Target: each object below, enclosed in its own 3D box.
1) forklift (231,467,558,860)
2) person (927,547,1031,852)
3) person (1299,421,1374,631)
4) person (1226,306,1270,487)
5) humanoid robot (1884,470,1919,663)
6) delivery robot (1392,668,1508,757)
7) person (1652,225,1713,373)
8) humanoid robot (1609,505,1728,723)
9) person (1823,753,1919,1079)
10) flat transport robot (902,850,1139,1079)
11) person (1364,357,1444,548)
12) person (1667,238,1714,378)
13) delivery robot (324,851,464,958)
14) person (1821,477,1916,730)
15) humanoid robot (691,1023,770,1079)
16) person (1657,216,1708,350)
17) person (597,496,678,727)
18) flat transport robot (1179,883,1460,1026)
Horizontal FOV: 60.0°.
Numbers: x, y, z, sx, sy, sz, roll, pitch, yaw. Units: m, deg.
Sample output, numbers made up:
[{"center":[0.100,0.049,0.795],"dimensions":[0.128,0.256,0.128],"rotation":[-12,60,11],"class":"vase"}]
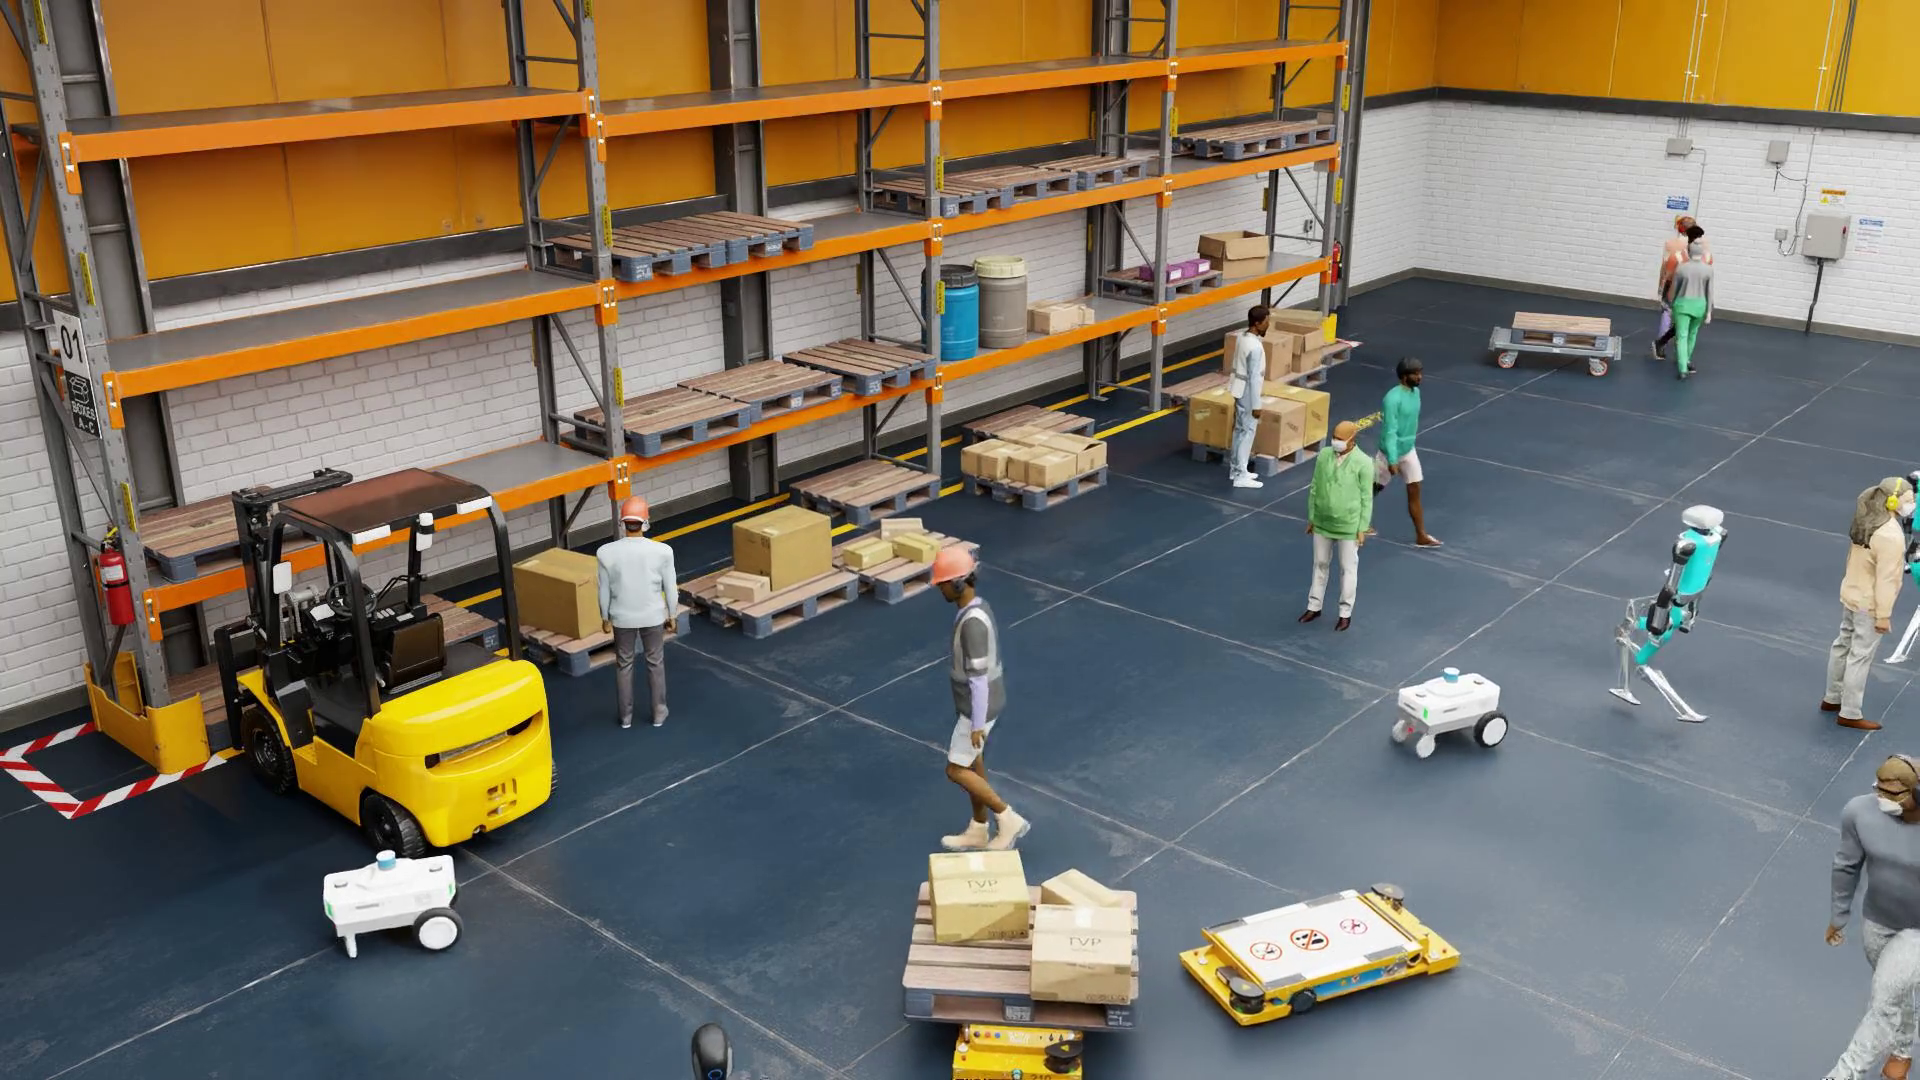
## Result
[{"center":[-3.730,0.710,10.856],"dimensions":[2.313,2.155,1.214],"rotation":[17,26,38],"class":"forklift"},{"center":[0.082,1.020,10.295],"dimensions":[0.571,1.999,0.671],"rotation":[1,20,3],"class":"person"},{"center":[3.118,-0.132,13.726],"dimensions":[0.537,1.782,0.387],"rotation":[14,24,33],"class":"person"},{"center":[2.980,-1.485,17.216],"dimensions":[0.410,1.909,0.595],"rotation":[-2,20,-5],"class":"person"},{"center":[7.876,0.145,13.129],"dimensions":[1.023,1.773,0.550],"rotation":[-8,22,-20],"class":"humanoid robot"},{"center":[3.509,1.206,11.889],"dimensions":[0.786,0.608,0.499],"rotation":[-9,22,-23],"class":"delivery robot"},{"center":[9.513,-3.215,21.900],"dimensions":[0.617,1.917,0.901],"rotation":[-4,21,-11],"class":"person"},{"center":[5.032,0.511,12.024],"dimensions":[0.545,1.711,1.001],"rotation":[-15,25,-34],"class":"humanoid robot"},{"center":[4.510,1.898,8.083],"dimensions":[0.985,1.874,0.644],"rotation":[-11,23,-27],"class":"person"},{"center":[0.344,2.417,9.002],"dimensions":[0.659,0.231,1.431],"rotation":[2,20,5],"class":"flat transport robot"},{"center":[4.134,-0.829,15.584],"dimensions":[0.517,1.793,1.003],"rotation":[-16,26,-37],"class":"person"},{"center":[9.450,-3.018,21.519],"dimensions":[0.521,1.810,0.893],"rotation":[4,21,10],"class":"person"},{"center":[-3.233,2.064,9.555],"dimensions":[0.773,0.601,0.513],"rotation":[-7,21,-18],"class":"delivery robot"},{"center":[6.561,0.442,12.038],"dimensions":[0.400,1.876,0.554],"rotation":[2,20,5],"class":"person"},{"center":[-0.933,2.599,6.526],"dimensions":[0.589,1.633,0.749],"rotation":[-8,22,-21],"class":"humanoid robot"},{"center":[9.858,-3.492,22.756],"dimensions":[0.564,1.837,0.380],"rotation":[4,21,12],"class":"person"},{"center":[-2.318,0.523,12.012],"dimensions":[0.572,1.738,0.350],"rotation":[-3,21,-9],"class":"person"},{"center":[2.013,2.305,9.306],"dimensions":[1.431,0.231,0.659],"rotation":[-9,22,-22],"class":"flat transport robot"}]
